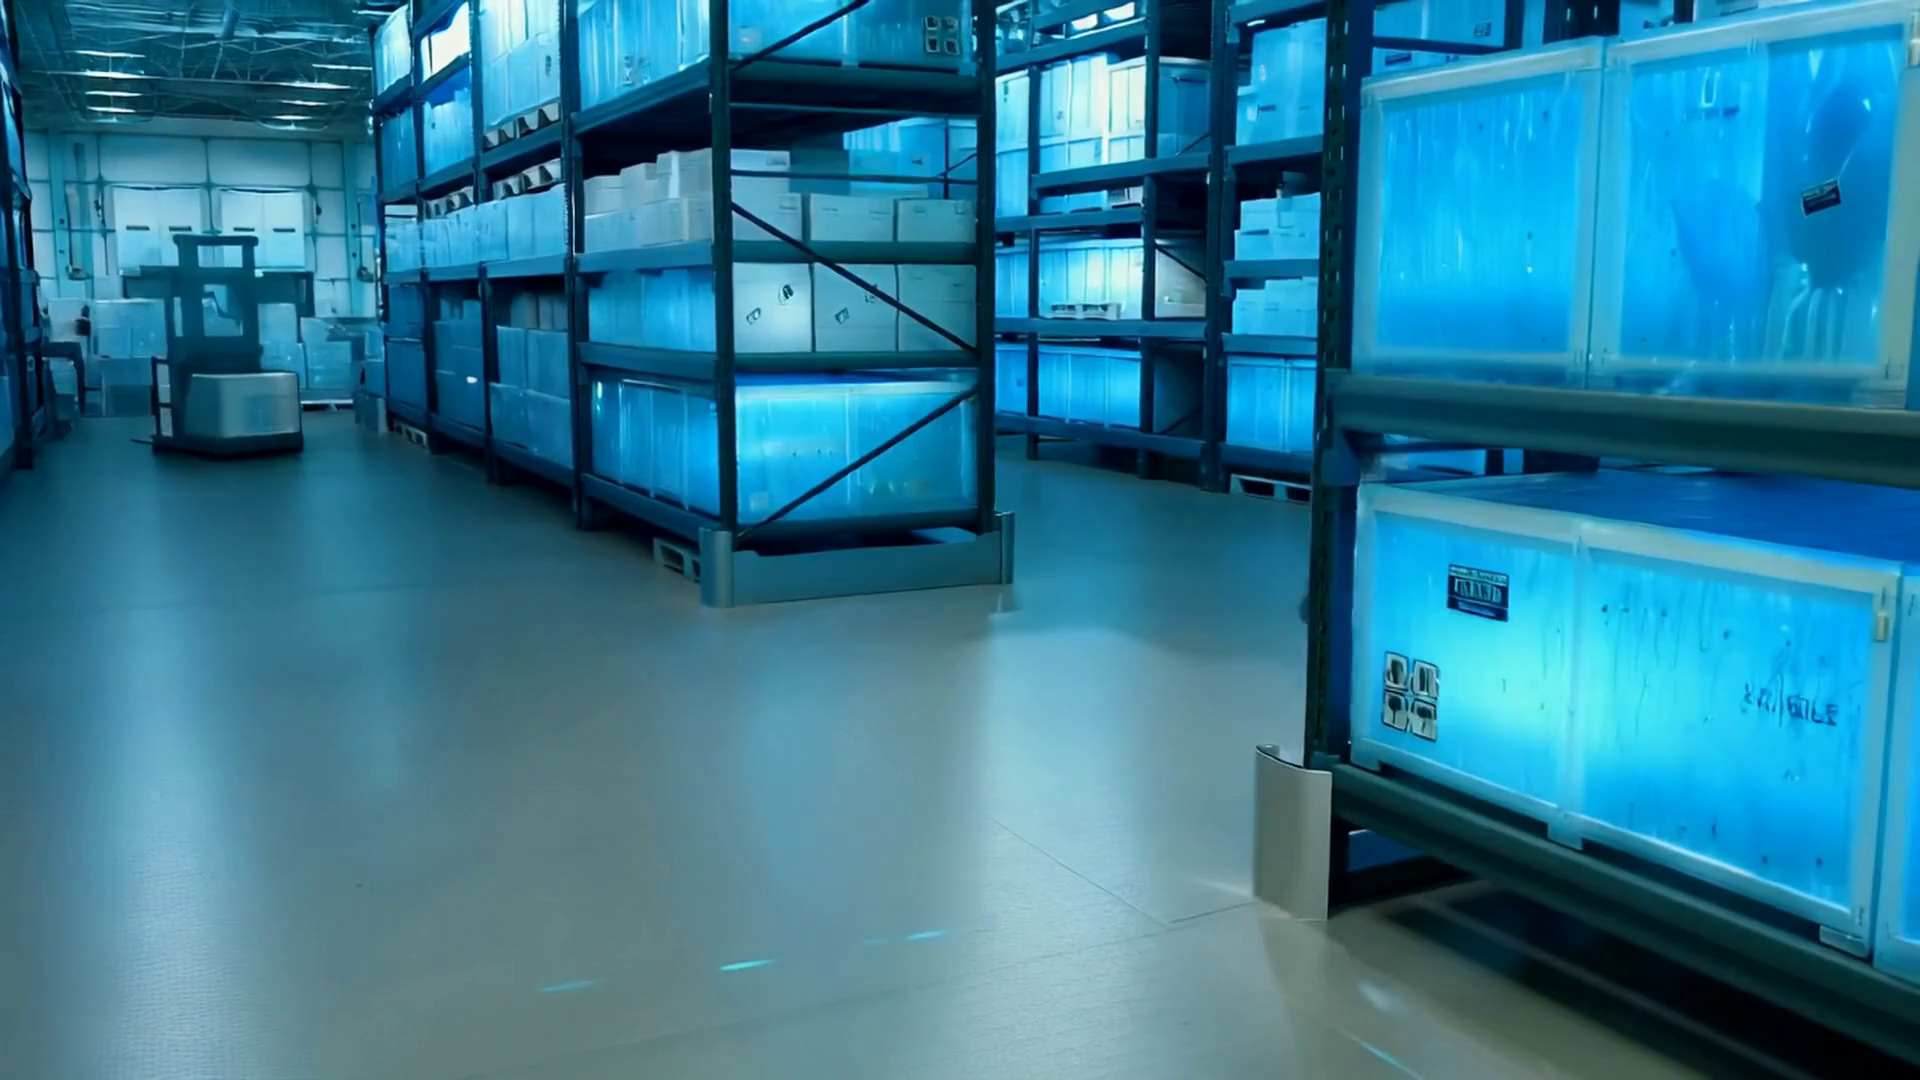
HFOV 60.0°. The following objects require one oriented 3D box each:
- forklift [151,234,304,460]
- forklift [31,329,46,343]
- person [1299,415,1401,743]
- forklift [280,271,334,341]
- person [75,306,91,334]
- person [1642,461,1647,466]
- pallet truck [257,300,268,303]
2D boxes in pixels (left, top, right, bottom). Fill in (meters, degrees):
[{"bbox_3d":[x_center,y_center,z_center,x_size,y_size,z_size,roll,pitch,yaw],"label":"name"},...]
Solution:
[{"bbox_3d":[-9.370,-2.475,21.156,1.873,2.768,1.129,7,11,38],"label":"forklift"},{"bbox_3d":[-28.971,-6.828,51.173,1.129,2.768,1.873,-7,11,-41],"label":"forklift"},{"bbox_3d":[1.598,0.215,6.607,0.647,1.722,0.489,-4,9,-26],"label":"person"},{"bbox_3d":[-19.063,-6.376,48.057,1.873,2.768,1.129,6,10,37],"label":"forklift"},{"bbox_3d":[-20.044,-4.395,37.886,0.971,1.881,0.666,-3,9,-17],"label":"person"},{"bbox_3d":[7.228,-1.376,17.012,0.648,1.882,0.659,1,8,4],"label":"person"},{"bbox_3d":[-23.913,-7.404,58.171,1.885,1.965,0.823,-1,8,-9],"label":"pallet truck"}]
